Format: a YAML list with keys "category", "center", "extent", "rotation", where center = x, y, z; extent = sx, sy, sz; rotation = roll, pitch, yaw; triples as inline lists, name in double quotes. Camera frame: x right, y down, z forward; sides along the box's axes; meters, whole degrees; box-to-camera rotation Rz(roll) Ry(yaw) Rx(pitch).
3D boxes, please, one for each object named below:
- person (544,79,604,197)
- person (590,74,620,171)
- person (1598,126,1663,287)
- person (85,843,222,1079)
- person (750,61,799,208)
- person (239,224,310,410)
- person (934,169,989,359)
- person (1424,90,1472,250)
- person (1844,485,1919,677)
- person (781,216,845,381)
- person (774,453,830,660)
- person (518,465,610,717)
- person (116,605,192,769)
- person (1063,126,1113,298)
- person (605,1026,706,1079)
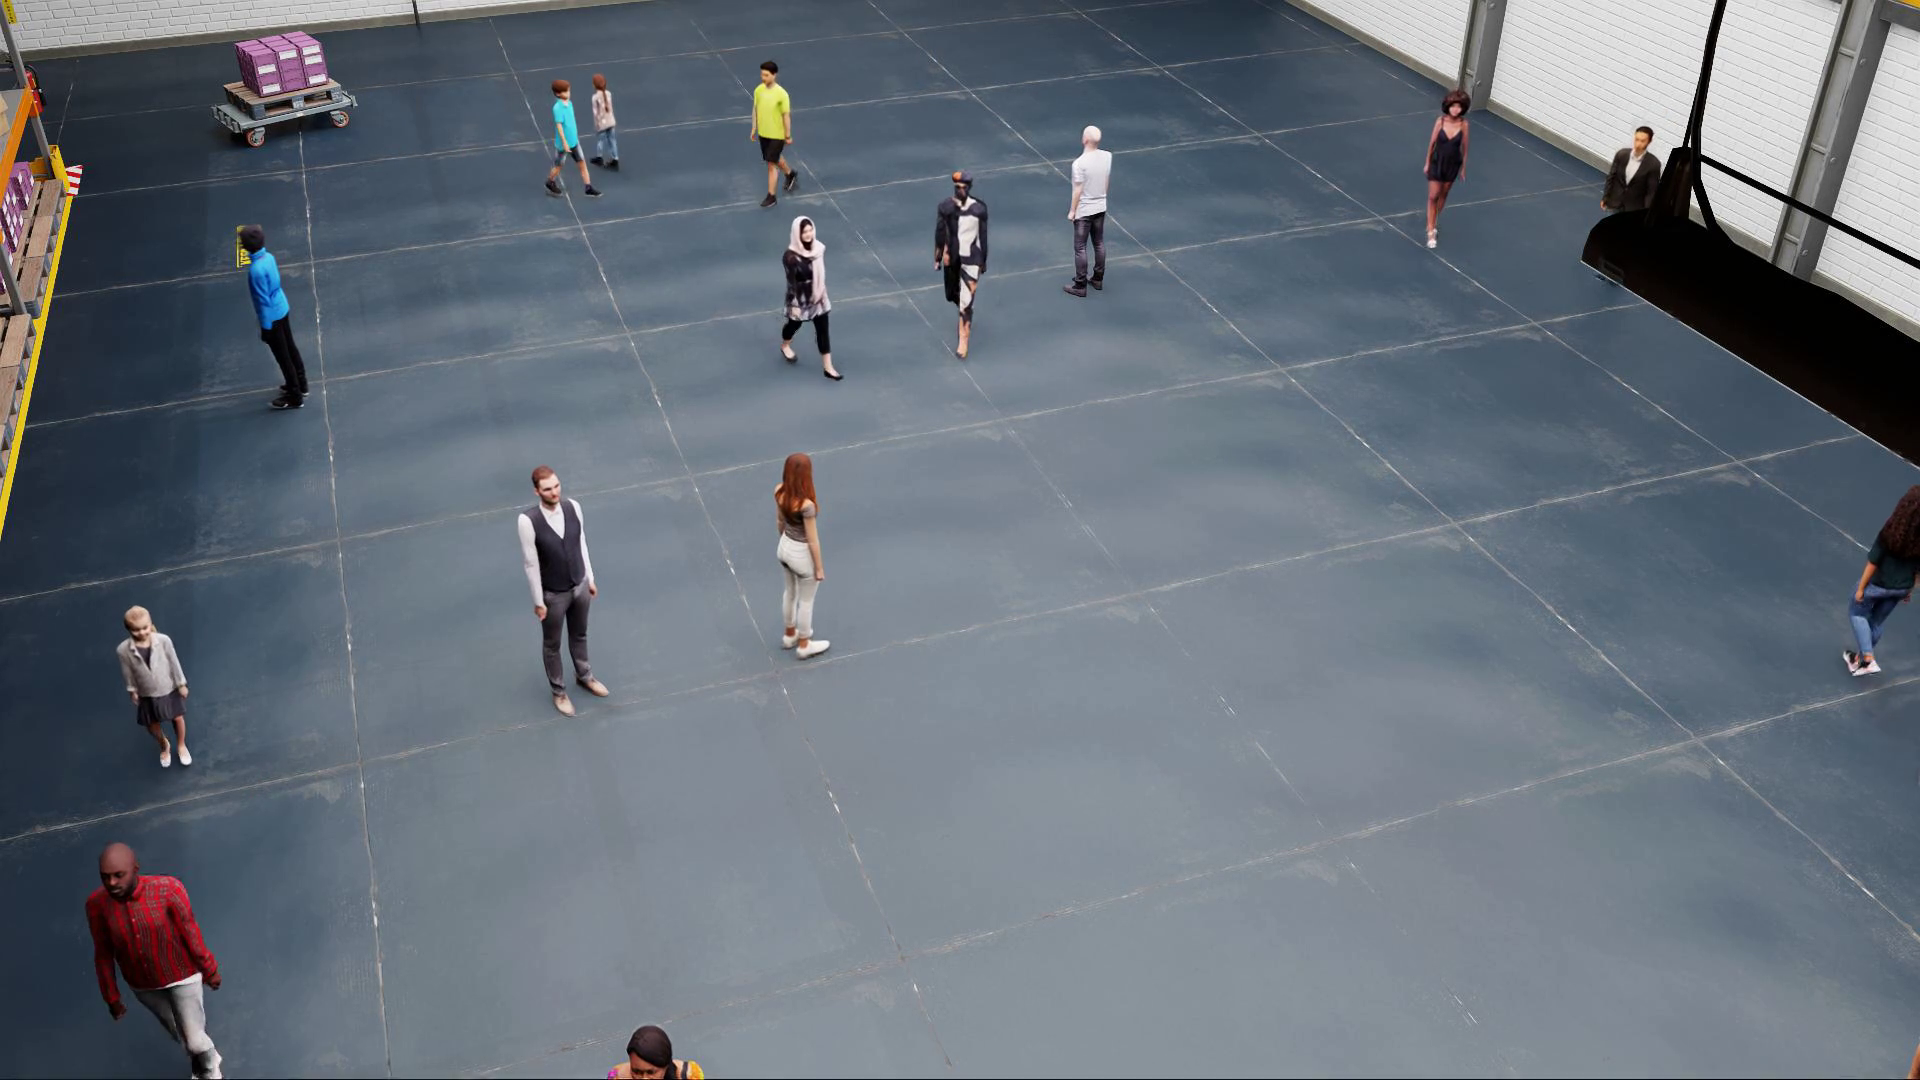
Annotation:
- category: "person"
  center: [-4.766, -4.778, 19.872]
  extent: [0.996, 1.420, 0.922]
  rotation: [15, 37, 22]
- category: "person"
  center: [-4.393, -5.187, 20.704]
  extent: [0.627, 1.179, 0.740]
  rotation: [-28, 43, -35]
- category: "person"
  center: [7.157, -3.588, 17.754]
  extent: [0.750, 1.782, 0.899]
  rotation: [27, 42, 34]
- category: "person"
  center: [-4.266, 2.255, 8.938]
  extent: [0.776, 1.810, 0.759]
  rotation: [-3, 34, -5]
- category: "person"
  center: [-2.193, -4.875, 19.785]
  extent: [1.107, 1.676, 1.080]
  rotation: [21, 39, 28]
- category: "person"
  center: [-6.378, -2.091, 15.489]
  extent: [0.713, 1.796, 0.557]
  rotation: [-4, 34, -6]
- category: "person"
  center: [0.041, -2.801, 16.495]
  extent: [1.061, 1.865, 1.227]
  rotation: [8, 34, 11]
- category: "person"
  center: [5.438, -4.209, 18.713]
  extent: [0.872, 1.755, 1.110]
  rotation: [3, 34, 5]
- category: "person"
  center: [6.693, 0.361, 11.973]
  extent: [0.744, 1.604, 0.848]
  rotation: [2, 34, 3]
- category: "person"
  center: [-1.551, -2.365, 16.085]
  extent: [0.955, 1.591, 1.209]
  rotation: [-29, 43, -36]
- category: "person"
  center: [-1.199, 0.123, 12.231]
  extent: [0.724, 1.716, 0.599]
  rotation: [-29, 43, -36]
- category: "person"
  center: [-2.820, 0.319, 11.735]
  extent: [0.738, 1.937, 0.716]
  rotation: [-28, 43, -36]
- category: "person"
  center: [-5.494, 0.971, 11.358]
  extent: [0.548, 1.270, 0.560]
  rotation: [-15, 36, -21]
- category: "person"
  center: [1.364, -3.477, 17.542]
  extent: [0.730, 1.832, 0.706]
  rotation: [-25, 41, -32]
- category: "person"
  center: [-1.426, 2.941, 8.022]
  extent: [0.705, 1.682, 0.716]
  rotation: [-4, 34, -6]
